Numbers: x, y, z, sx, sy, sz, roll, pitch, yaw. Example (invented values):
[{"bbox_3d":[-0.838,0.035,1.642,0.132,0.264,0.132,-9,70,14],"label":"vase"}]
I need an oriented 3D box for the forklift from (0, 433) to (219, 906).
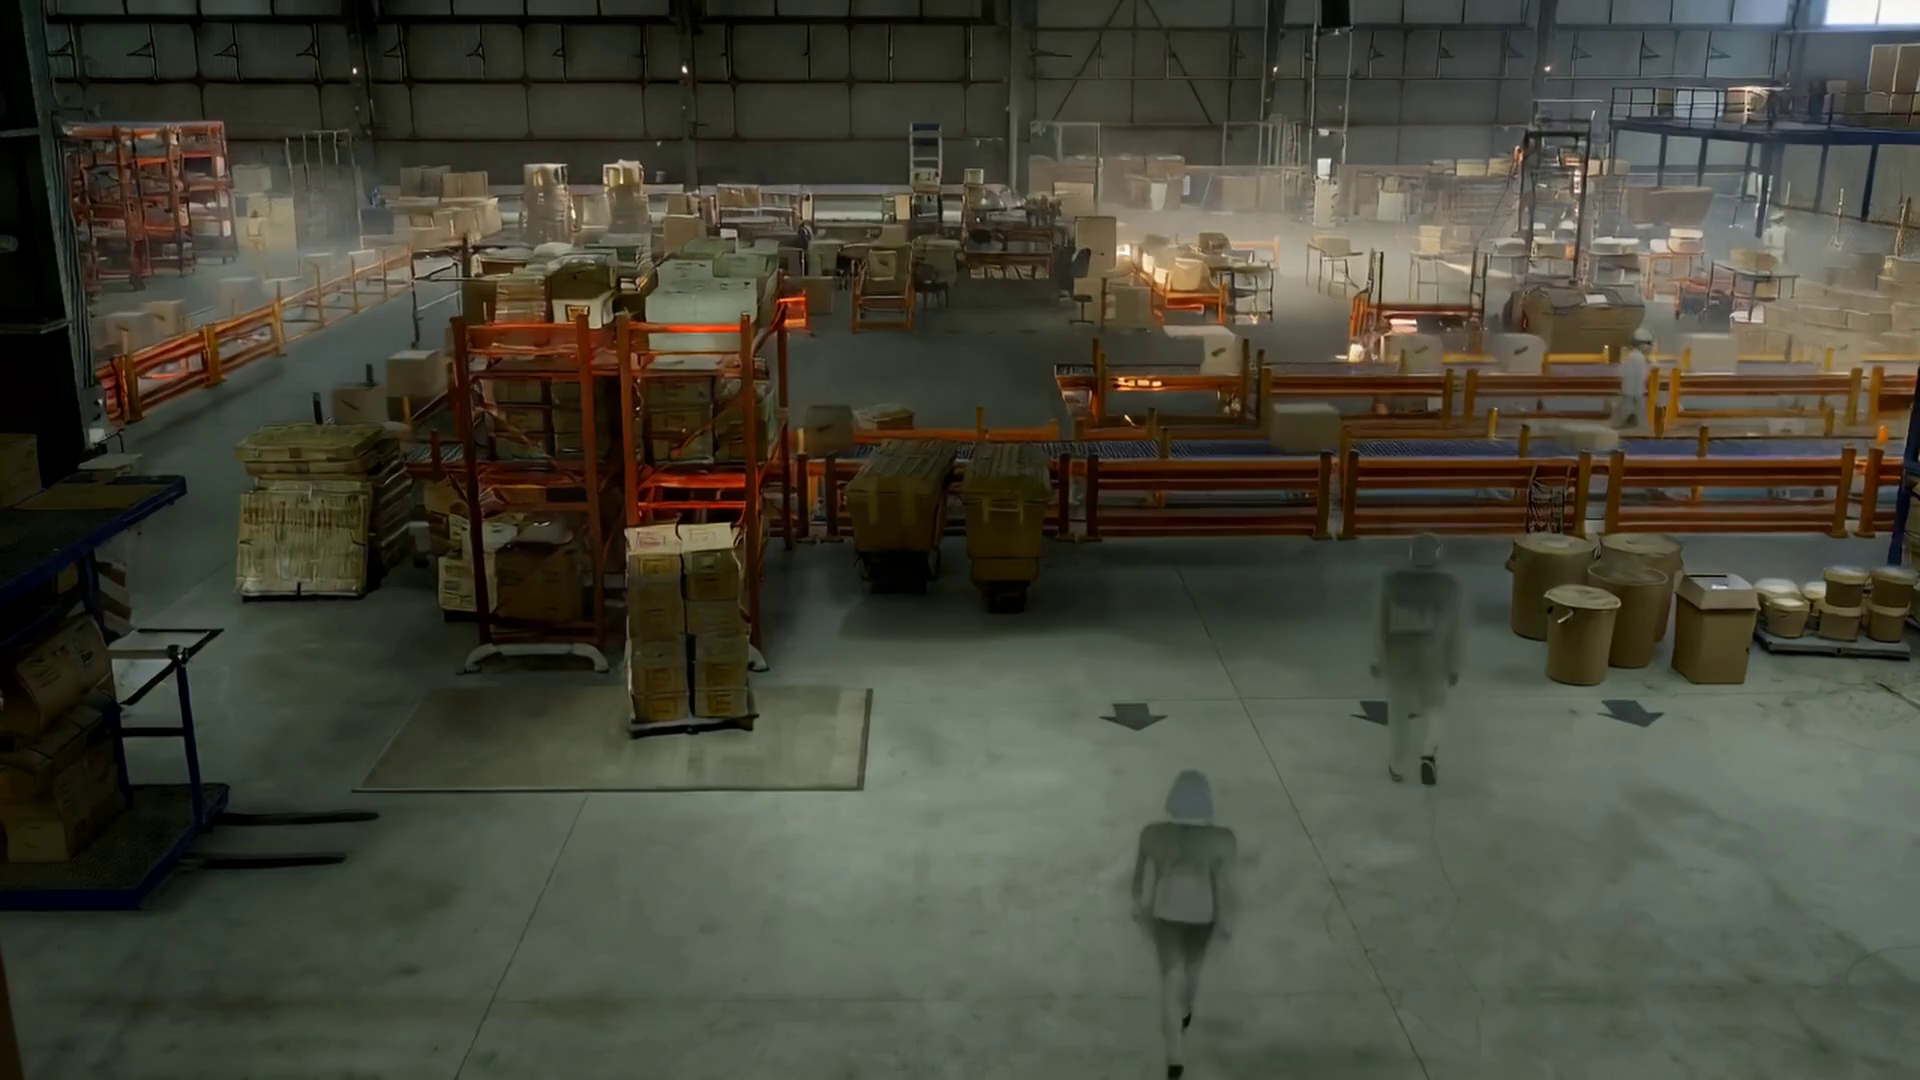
[{"bbox_3d":[-5.952,0.780,10.366,1.873,2.768,1.129,0,16,-1],"label":"forklift"}]

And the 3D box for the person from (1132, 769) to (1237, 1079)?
[{"bbox_3d":[1.154,1.950,8.587,0.511,1.594,0.853,1,16,4],"label":"person"}]

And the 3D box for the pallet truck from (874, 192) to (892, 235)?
[{"bbox_3d":[-2.277,-9.986,50.594,0.653,1.274,1.630,0,16,-1],"label":"pallet truck"}]

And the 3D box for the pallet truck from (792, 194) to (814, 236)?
[{"bbox_3d":[-4.814,-9.883,50.259,0.704,1.261,1.522,-1,16,-3],"label":"pallet truck"}]

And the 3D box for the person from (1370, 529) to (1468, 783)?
[{"bbox_3d":[3.256,0.849,11.892,0.648,1.895,0.452,3,16,11],"label":"person"}]

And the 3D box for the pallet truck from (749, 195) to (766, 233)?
[{"bbox_3d":[-6.051,-9.967,50.660,0.680,1.201,1.601,0,16,-1],"label":"pallet truck"}]

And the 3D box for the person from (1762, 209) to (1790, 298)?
[{"bbox_3d":[17.552,-6.097,35.805,0.647,2.019,0.612,-3,16,-11],"label":"person"}]

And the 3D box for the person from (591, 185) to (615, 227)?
[{"bbox_3d":[-9.540,-8.612,44.824,0.974,1.859,0.659,-14,21,-40],"label":"person"}]

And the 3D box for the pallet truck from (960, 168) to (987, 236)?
[{"bbox_3d":[0.383,-10.230,50.206,0.823,1.965,1.885,-1,16,-3],"label":"pallet truck"}]

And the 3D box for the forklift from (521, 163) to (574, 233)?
[{"bbox_3d":[-12.233,-10.122,49.298,1.157,1.987,2.680,0,16,-1],"label":"forklift"}]

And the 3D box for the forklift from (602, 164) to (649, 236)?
[{"bbox_3d":[-9.948,-10.127,49.296,1.157,1.987,2.680,-1,16,-3],"label":"forklift"}]

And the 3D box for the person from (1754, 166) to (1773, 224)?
[{"bbox_3d":[25.749,-11.047,53.243,0.573,1.887,0.355,-7,18,-24],"label":"person"}]

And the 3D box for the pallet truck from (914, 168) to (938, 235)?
[{"bbox_3d":[-0.989,-10.316,50.507,0.823,1.965,1.885,1,16,3],"label":"pallet truck"}]

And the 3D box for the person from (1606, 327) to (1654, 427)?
[{"bbox_3d":[8.783,-1.938,21.846,0.816,1.734,0.529,2,16,5],"label":"person"}]

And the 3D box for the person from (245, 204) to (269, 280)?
[{"bbox_3d":[-16.725,-7.044,39.475,0.597,1.810,0.678,2,16,5],"label":"person"}]
